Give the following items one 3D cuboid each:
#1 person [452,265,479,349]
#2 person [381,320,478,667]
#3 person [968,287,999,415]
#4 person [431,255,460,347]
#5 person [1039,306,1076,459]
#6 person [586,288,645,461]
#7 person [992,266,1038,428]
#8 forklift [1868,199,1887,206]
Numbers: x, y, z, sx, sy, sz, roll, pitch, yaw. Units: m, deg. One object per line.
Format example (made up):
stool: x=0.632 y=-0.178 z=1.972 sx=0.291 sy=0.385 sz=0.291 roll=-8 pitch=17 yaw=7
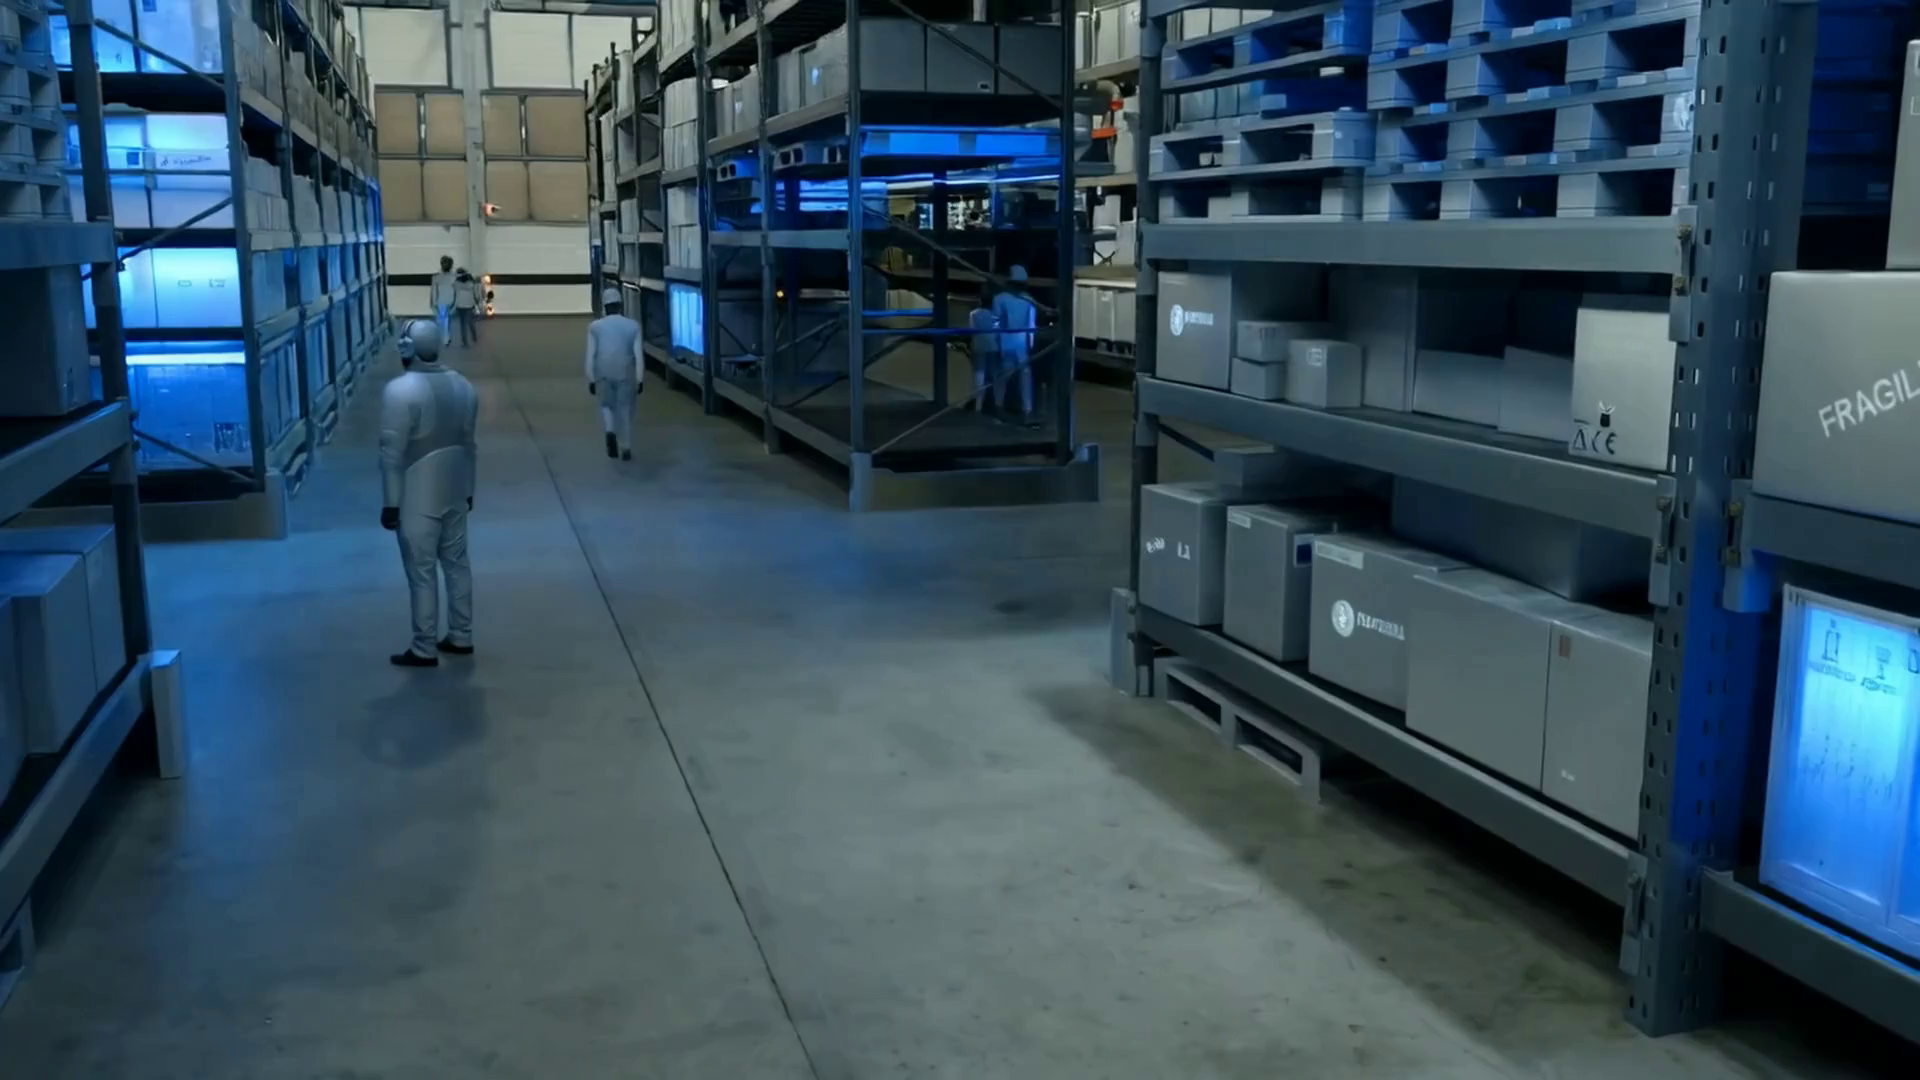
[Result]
person: x=-10.409 y=-4.897 z=34.999 sx=0.546 sy=1.750 sz=0.416 roll=0 pitch=10 yaw=-1
person: x=-2.945 y=-0.259 z=9.194 sx=0.400 sy=1.901 sz=0.646 roll=5 pitch=11 yaw=25
person: x=0.359 y=-2.468 z=21.843 sx=0.538 sy=1.695 sz=0.320 roll=-1 pitch=10 yaw=-8
person: x=-11.041 y=-5.141 z=35.774 sx=0.617 sy=1.966 sz=0.775 roll=-1 pitch=10 yaw=-3
person: x=1.030 y=-1.658 z=17.609 sx=0.287 sy=1.624 sz=0.494 roll=-9 pitch=14 yaw=-40
person: x=-3.602 y=-1.719 z=17.421 sx=0.600 sy=1.821 sz=0.506 roll=-2 pitch=11 yaw=-11
person: x=0.675 y=-2.387 z=20.602 sx=0.610 sy=1.993 sz=1.058 roll=-3 pitch=11 yaw=-16
forklift: x=11.338 y=-2.915 z=21.052 sx=1.129 sy=2.768 sz=1.873 roll=-3 pitch=11 yaw=-17
